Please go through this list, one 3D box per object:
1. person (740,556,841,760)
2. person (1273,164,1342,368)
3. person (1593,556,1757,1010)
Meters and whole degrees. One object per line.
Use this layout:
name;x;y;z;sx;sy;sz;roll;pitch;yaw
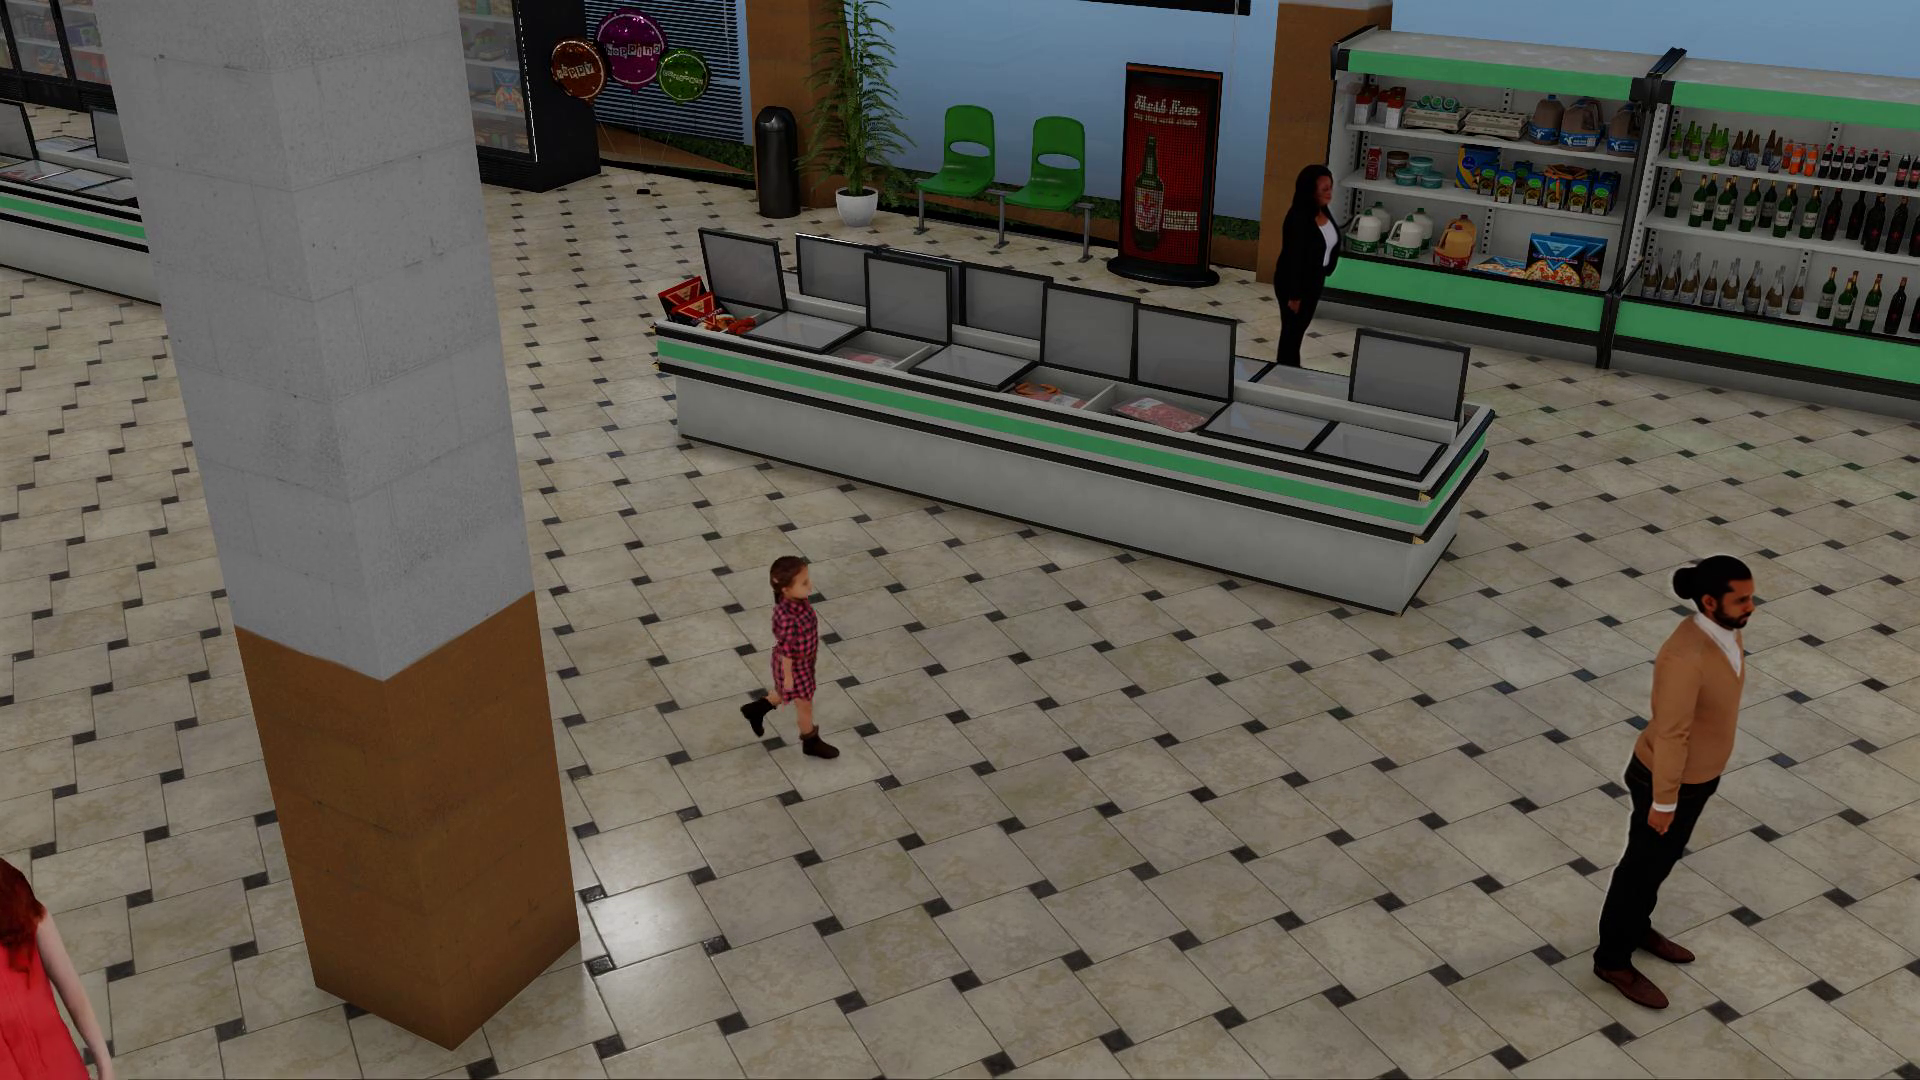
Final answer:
person;-0.777;0.520;7.420;0.738;1.010;0.552;6;27;11
person;2.283;-1.731;11.184;0.627;1.619;0.645;13;30;23
person;2.572;0.838;5.969;0.614;1.754;0.690;19;33;33
